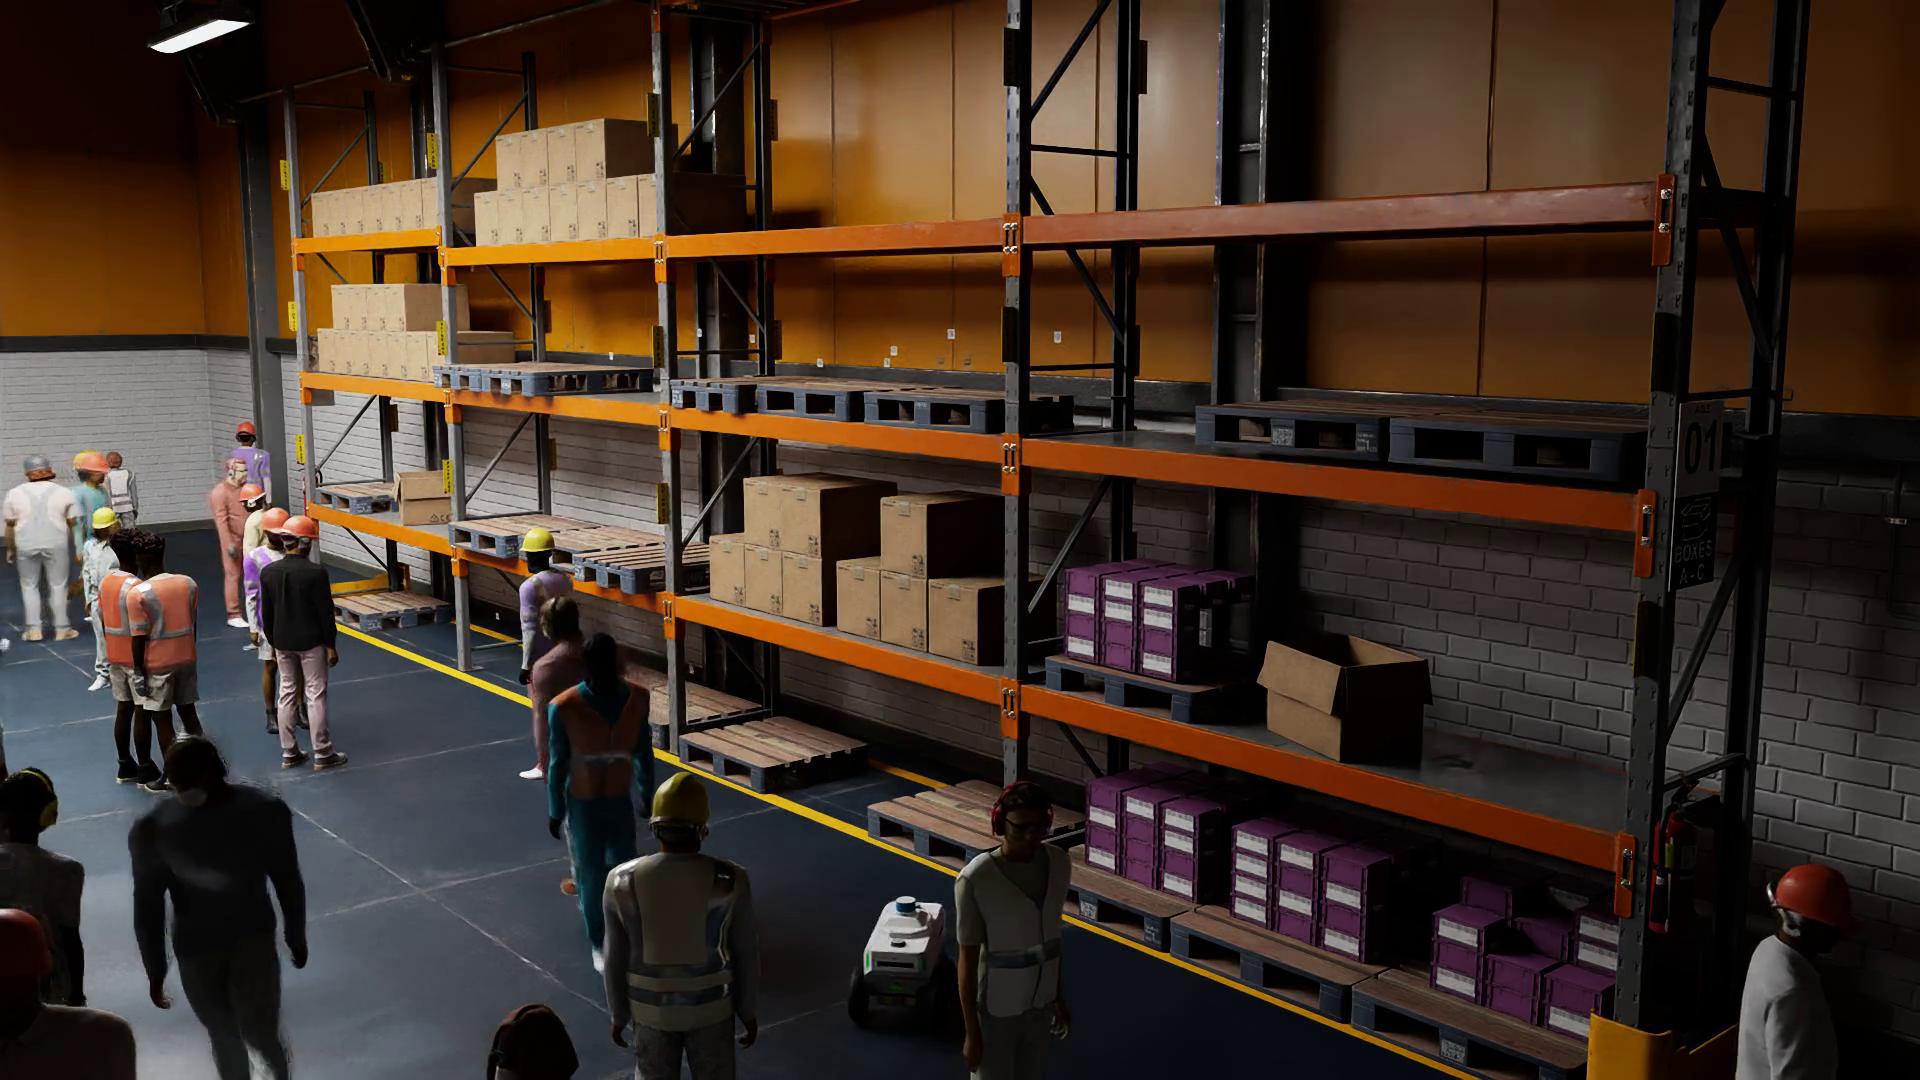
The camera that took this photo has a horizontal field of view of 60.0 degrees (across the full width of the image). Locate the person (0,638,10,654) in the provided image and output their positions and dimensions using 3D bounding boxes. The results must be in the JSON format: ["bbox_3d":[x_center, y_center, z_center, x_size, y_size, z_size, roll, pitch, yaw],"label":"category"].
[{"bbox_3d":[-9.898,0.349,16.547,0.622,1.850,1.019,-1,8,-6],"label":"person"}]

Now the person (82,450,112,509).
[{"bbox_3d":[-11.185,-0.303,21.527,0.492,1.731,0.324,3,9,23],"label":"person"}]

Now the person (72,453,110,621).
[{"bbox_3d":[-9.886,-0.035,18.992,0.383,1.923,0.590,-2,8,-14],"label":"person"}]

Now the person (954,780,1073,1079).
[{"bbox_3d":[0.201,1.814,6.423,0.565,1.841,0.396,-8,11,-44],"label":"person"}]

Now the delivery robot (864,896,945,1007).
[{"bbox_3d":[-0.281,2.092,8.618,0.477,0.478,0.707,1,8,7],"label":"delivery robot"}]

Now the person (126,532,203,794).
[{"bbox_3d":[-5.922,0.909,12.367,0.416,1.948,0.602,3,9,22],"label":"person"}]

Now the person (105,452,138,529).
[{"bbox_3d":[-11.294,-0.371,22.314,0.314,1.638,0.520,8,11,44],"label":"person"}]

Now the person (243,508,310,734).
[{"bbox_3d":[-5.733,0.678,14.050,0.548,1.925,0.392,-8,11,-42],"label":"person"}]

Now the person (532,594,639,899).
[{"bbox_3d":[-2.226,1.270,9.949,0.595,1.918,0.662,7,11,39],"label":"person"}]

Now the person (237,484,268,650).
[{"bbox_3d":[-7.368,0.279,17.453,0.355,1.740,0.574,0,8,-2],"label":"person"}]

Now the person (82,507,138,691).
[{"bbox_3d":[-7.948,0.553,15.555,0.483,1.736,0.315,-1,8,-4],"label":"person"}]

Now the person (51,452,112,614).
[{"bbox_3d":[-9.538,0.035,18.164,0.781,2.011,0.609,1,8,5],"label":"person"}]

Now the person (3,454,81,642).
[{"bbox_3d":[-9.841,0.070,17.862,0.756,2.000,0.546,-4,9,-24],"label":"person"}]

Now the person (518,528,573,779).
[{"bbox_3d":[-3.180,0.867,12.712,0.367,1.926,0.594,3,9,19],"label":"person"}]

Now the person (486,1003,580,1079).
[{"bbox_3d":[-1.233,2.141,4.866,0.278,1.635,0.506,-5,10,-32],"label":"person"}]

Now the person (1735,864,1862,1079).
[{"bbox_3d":[2.865,1.959,5.743,0.346,1.744,0.563,3,9,21],"label":"person"}]

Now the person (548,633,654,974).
[{"bbox_3d":[-2.038,1.396,9.227,0.619,1.885,0.714,-7,11,-40],"label":"person"}]

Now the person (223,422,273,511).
[{"bbox_3d":[-9.557,-0.574,22.380,0.604,2.034,0.417,-1,8,-6],"label":"person"}]

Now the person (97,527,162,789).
[{"bbox_3d":[-6.191,0.879,12.487,0.613,1.965,0.361,6,10,35],"label":"person"}]

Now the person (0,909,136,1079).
[{"bbox_3d":[-2.632,1.991,4.714,0.618,1.986,0.408,-4,9,-24],"label":"person"}]

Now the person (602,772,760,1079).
[{"bbox_3d":[-1.077,1.809,6.495,0.600,1.829,0.404,0,8,-2],"label":"person"}]

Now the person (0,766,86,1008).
[{"bbox_3d":[-3.707,1.808,6.564,0.522,1.821,0.988,-1,8,-10],"label":"person"}]

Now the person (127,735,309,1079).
[{"bbox_3d":[-3.052,1.729,6.872,0.657,1.880,0.900,-3,9,-18],"label":"person"}]

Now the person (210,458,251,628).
[{"bbox_3d":[-8.060,0.027,18.650,0.407,1.905,0.661,3,9,17],"label":"person"}]

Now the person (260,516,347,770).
[{"bbox_3d":[-5.120,0.802,12.966,0.611,1.985,0.393,2,8,13],"label":"person"}]
